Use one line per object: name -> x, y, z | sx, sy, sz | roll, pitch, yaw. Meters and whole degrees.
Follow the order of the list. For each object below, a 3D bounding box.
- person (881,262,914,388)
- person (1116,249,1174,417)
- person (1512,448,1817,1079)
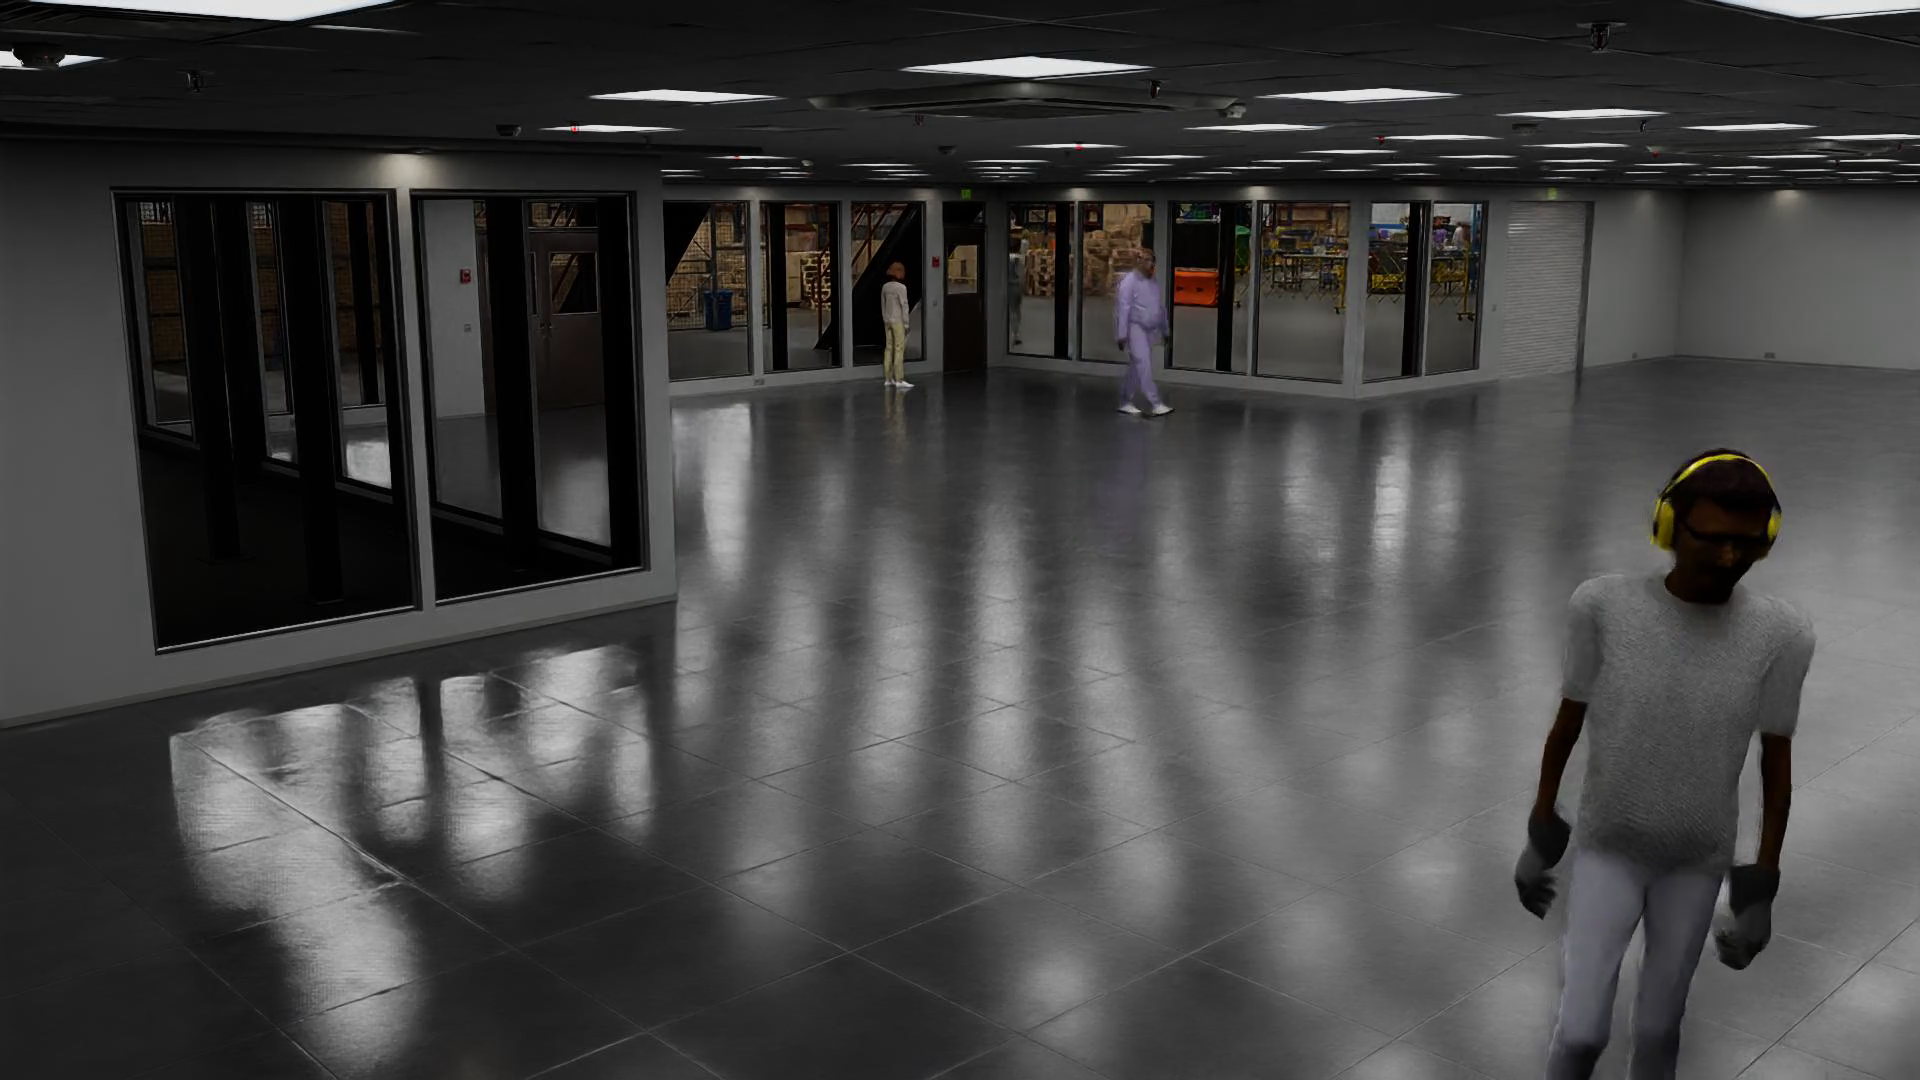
person -> -0.831, -2.802, 21.687 | 0.288, 1.633, 0.497 | -9, 15, -39
person -> 2.122, -2.308, 18.616 | 0.947, 1.861, 0.669 | 10, 15, 41
person -> 1.497, 0.708, 3.605 | 0.564, 1.841, 0.446 | 4, 12, 17
